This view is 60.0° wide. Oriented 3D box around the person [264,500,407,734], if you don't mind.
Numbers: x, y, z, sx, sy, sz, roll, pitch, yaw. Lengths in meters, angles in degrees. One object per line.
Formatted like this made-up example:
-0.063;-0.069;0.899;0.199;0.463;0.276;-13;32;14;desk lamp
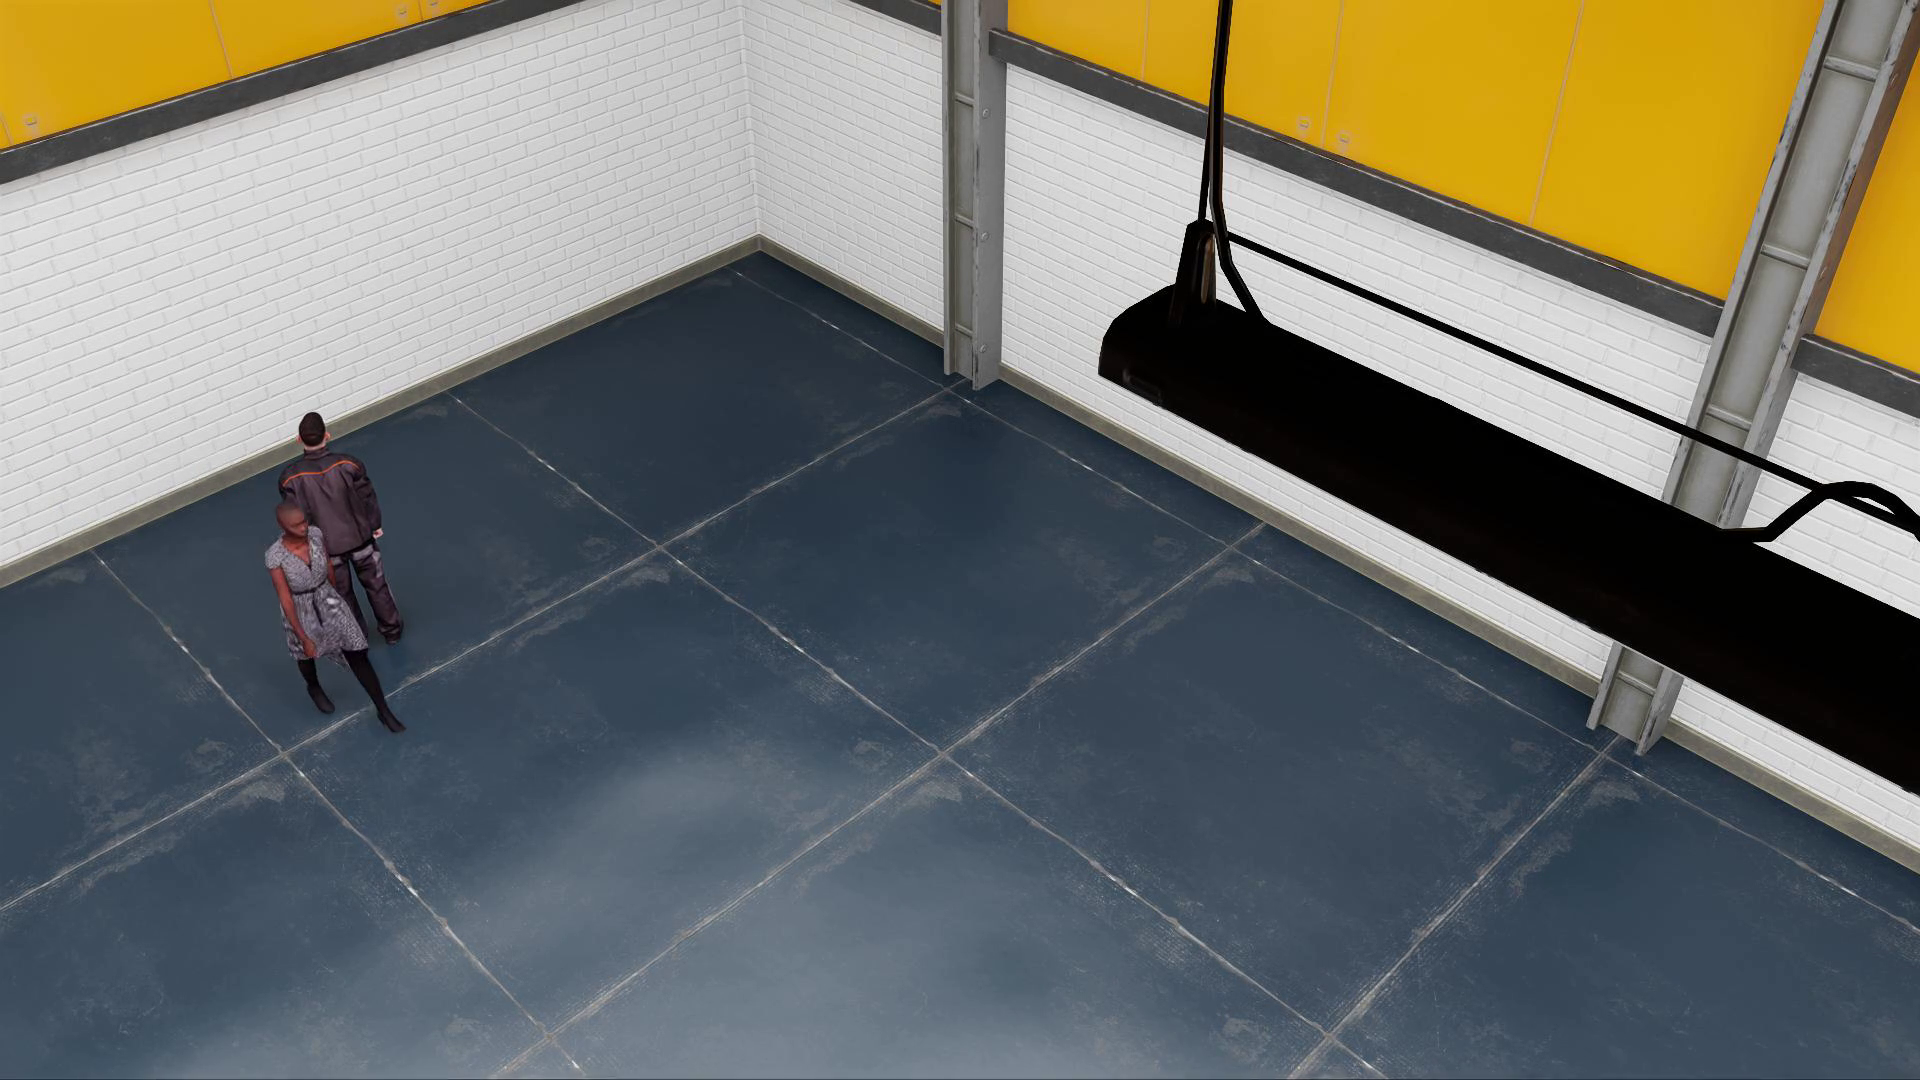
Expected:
-4.113;0.459;10.436;1.113;1.752;0.759;25;45;28;person

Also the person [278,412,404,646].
-4.091;-0.041;10.981;0.797;1.854;0.750;-14;41;-17;person
